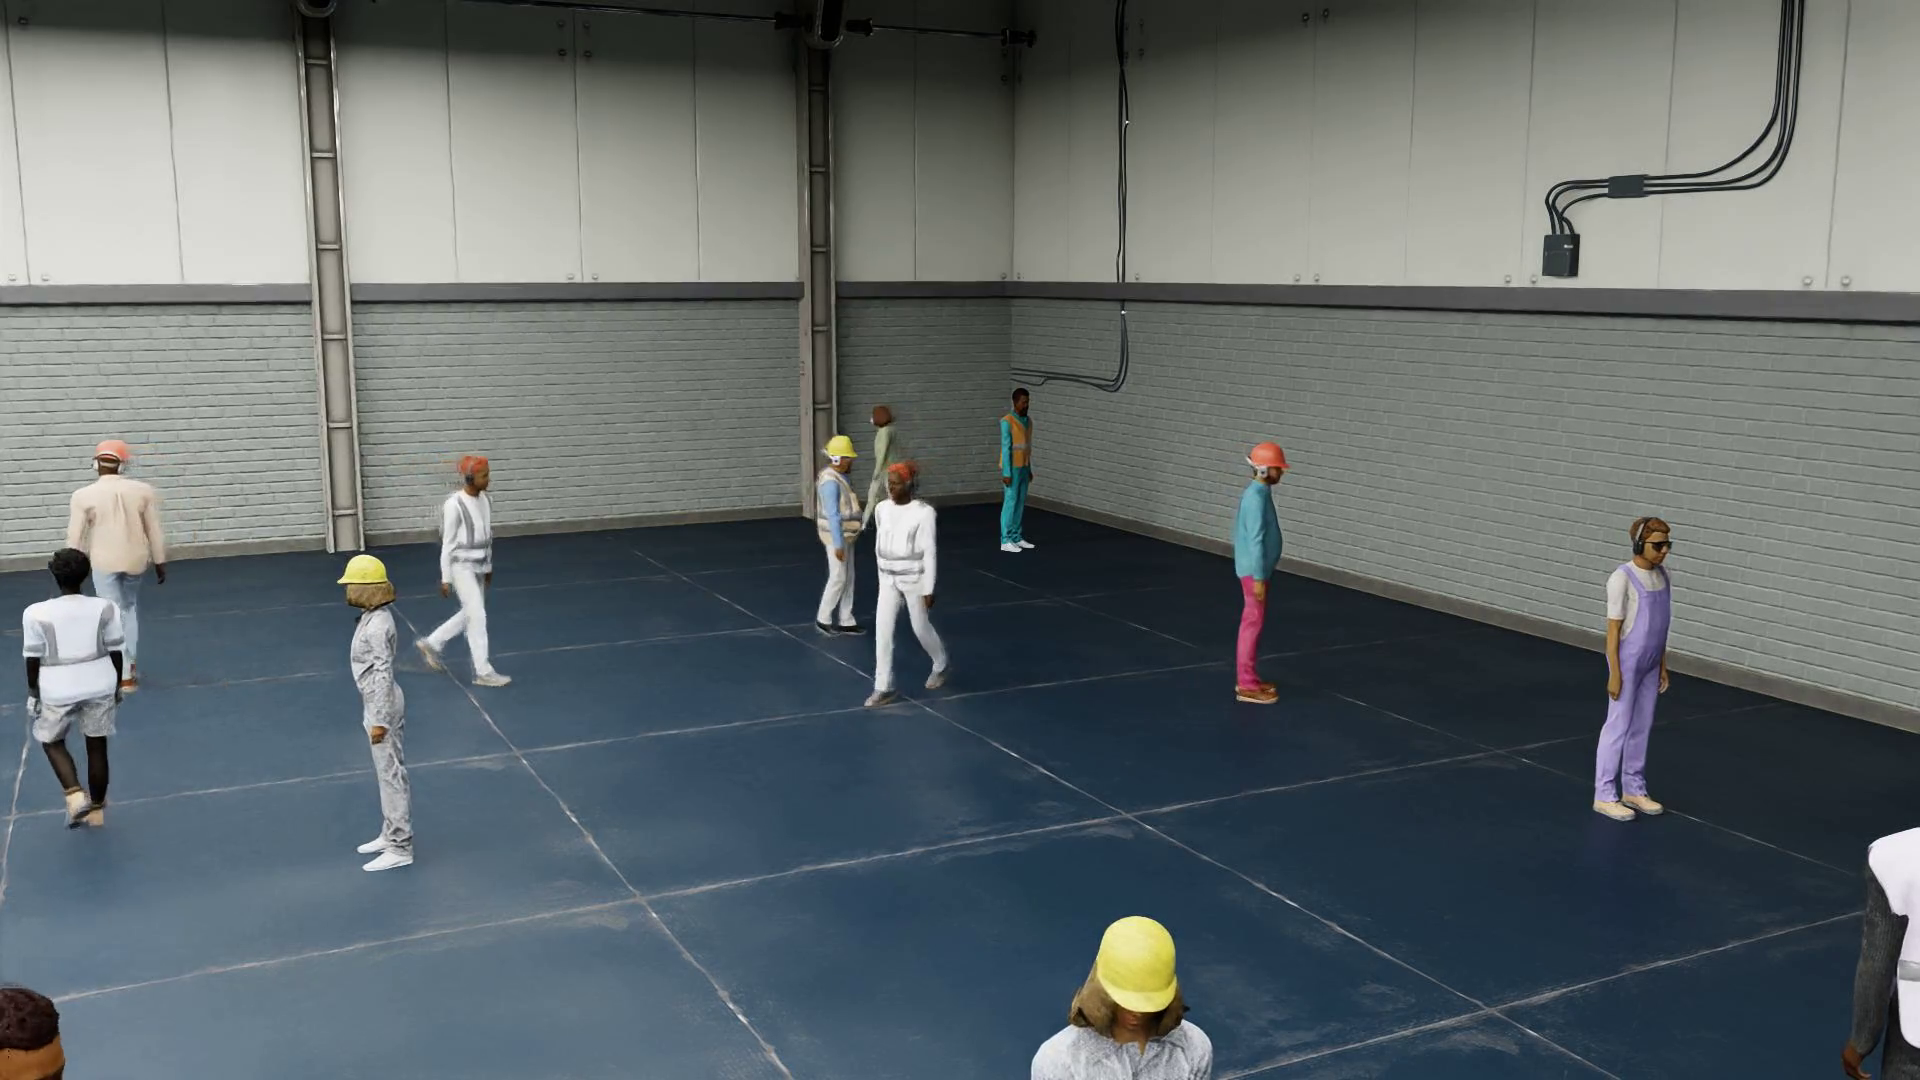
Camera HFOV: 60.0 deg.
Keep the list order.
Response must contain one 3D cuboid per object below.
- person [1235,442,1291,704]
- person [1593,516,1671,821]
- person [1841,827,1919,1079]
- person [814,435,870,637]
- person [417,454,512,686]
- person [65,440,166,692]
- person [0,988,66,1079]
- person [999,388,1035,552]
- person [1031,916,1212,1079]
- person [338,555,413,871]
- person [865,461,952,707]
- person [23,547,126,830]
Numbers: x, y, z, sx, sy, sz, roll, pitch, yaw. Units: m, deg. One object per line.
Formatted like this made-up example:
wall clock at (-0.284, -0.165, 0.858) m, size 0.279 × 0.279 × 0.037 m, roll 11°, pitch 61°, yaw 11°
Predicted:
person at (2.295, 0.239, 12.704) m, size 0.402 × 1.990 × 0.622 m, roll 2°, pitch 9°, yaw 10°
person at (4.053, 0.764, 9.970) m, size 0.501 × 1.838 × 0.341 m, roll -6°, pitch 11°, yaw -33°
person at (3.028, 1.517, 5.062) m, size 0.597 × 1.915 × 0.370 m, roll 2°, pitch 9°, yaw 9°
person at (-1.081, -0.027, 14.876) m, size 0.507 × 1.821 × 0.608 m, roll 1°, pitch 9°, yaw 4°
person at (-3.984, 0.229, 13.217) m, size 0.816 × 1.859 × 0.593 m, roll 2°, pitch 9°, yaw 13°
person at (-6.636, 0.201, 13.041) m, size 0.576 × 1.945 × 0.725 m, roll 8°, pitch 12°, yaw 41°
person at (-1.899, 1.805, 3.430) m, size 0.905 × 1.880 × 0.604 m, roll 4°, pitch 10°, yaw 23°
person at (0.657, -0.828, 19.511) m, size 0.371 × 1.915 × 0.597 m, roll 5°, pitch 11°, yaw 30°
person at (0.411, 1.758, 4.141) m, size 0.484 × 1.734 × 0.320 m, roll -3°, pitch 10°, yaw -18°
person at (-3.213, 0.941, 9.145) m, size 0.312 × 1.744 × 0.487 m, roll -4°, pitch 10°, yaw -21°
person at (-0.382, 0.305, 12.753) m, size 0.585 × 1.852 × 0.926 m, roll 6°, pitch 11°, yaw 34°
person at (-5.141, 0.878, 9.689) m, size 0.555 × 1.684 × 0.364 m, roll -8°, pitch 12°, yaw -39°
